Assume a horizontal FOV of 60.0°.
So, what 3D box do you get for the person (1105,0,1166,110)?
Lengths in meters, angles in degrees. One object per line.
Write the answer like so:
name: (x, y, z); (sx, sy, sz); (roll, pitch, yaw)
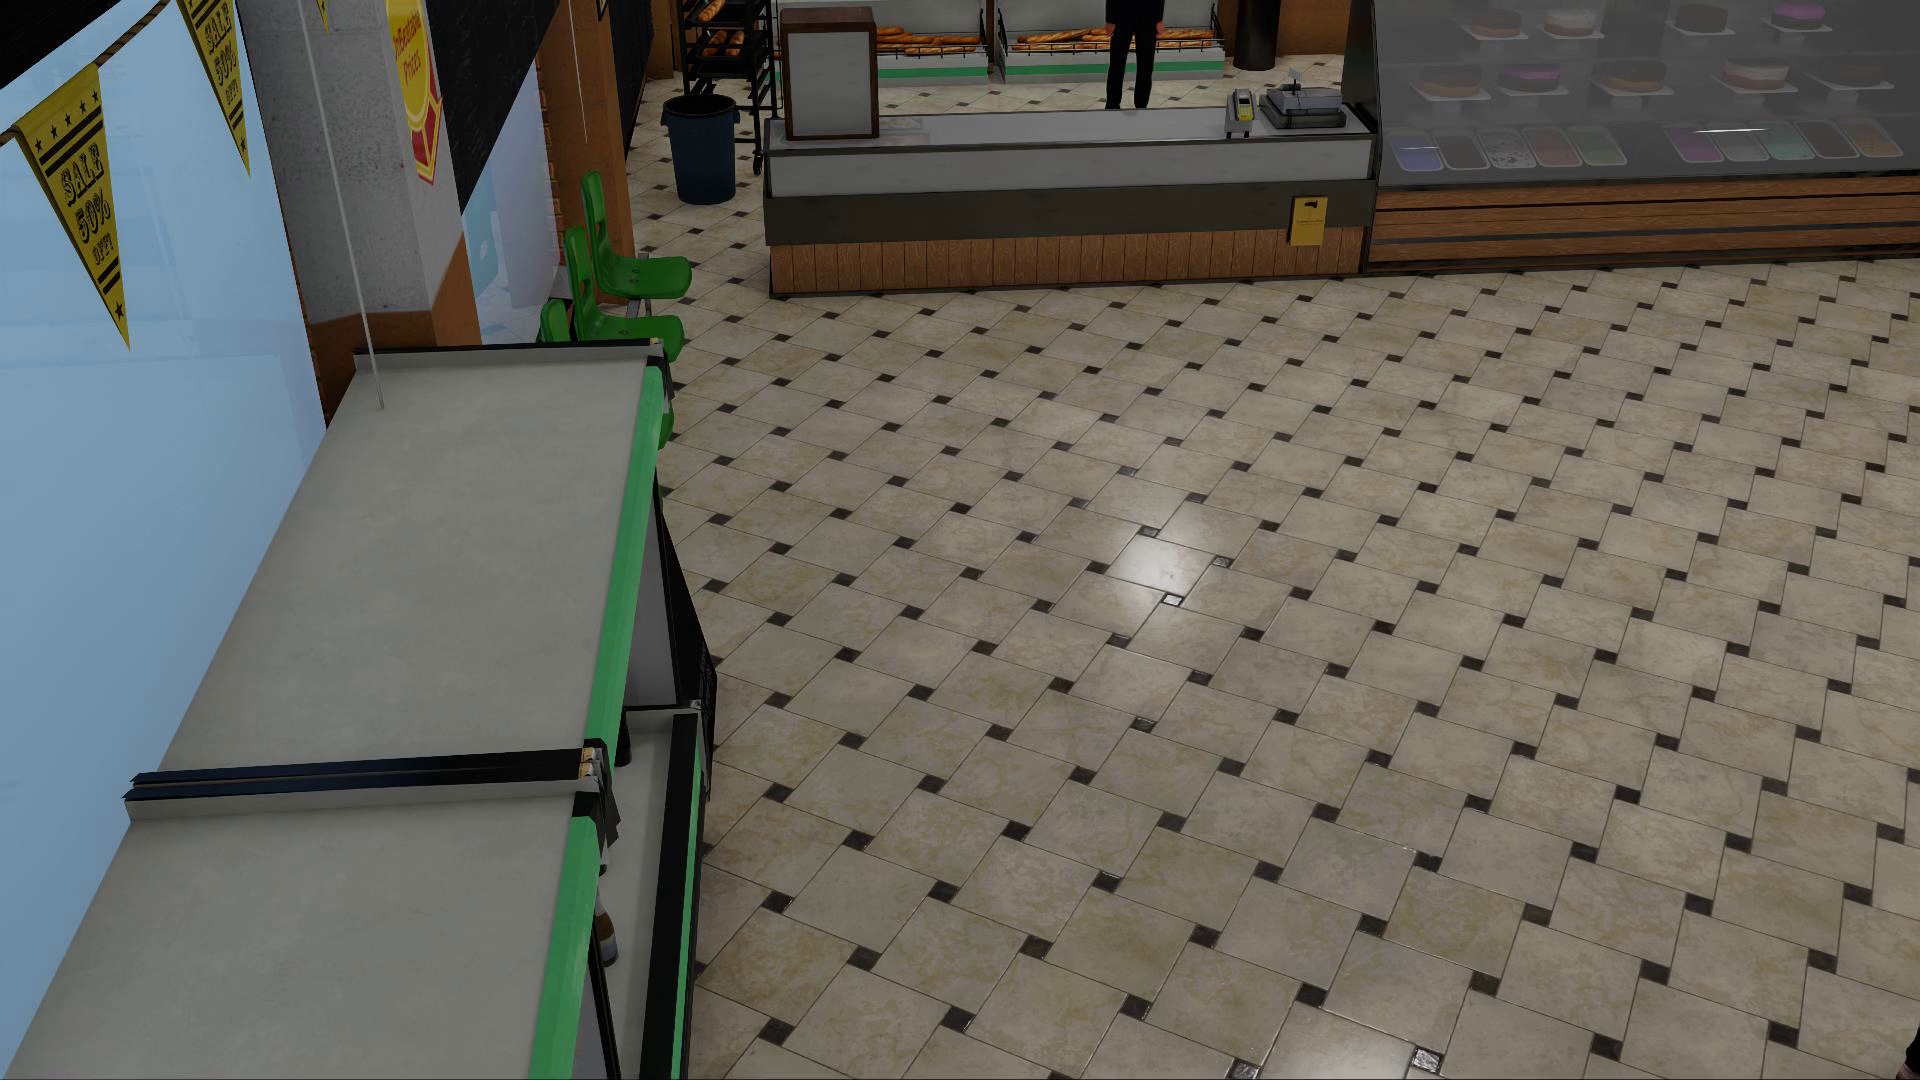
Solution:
person: (1.426, -4.238, 13.465); (0.626, 1.867, 0.547); (-3, 32, -4)
